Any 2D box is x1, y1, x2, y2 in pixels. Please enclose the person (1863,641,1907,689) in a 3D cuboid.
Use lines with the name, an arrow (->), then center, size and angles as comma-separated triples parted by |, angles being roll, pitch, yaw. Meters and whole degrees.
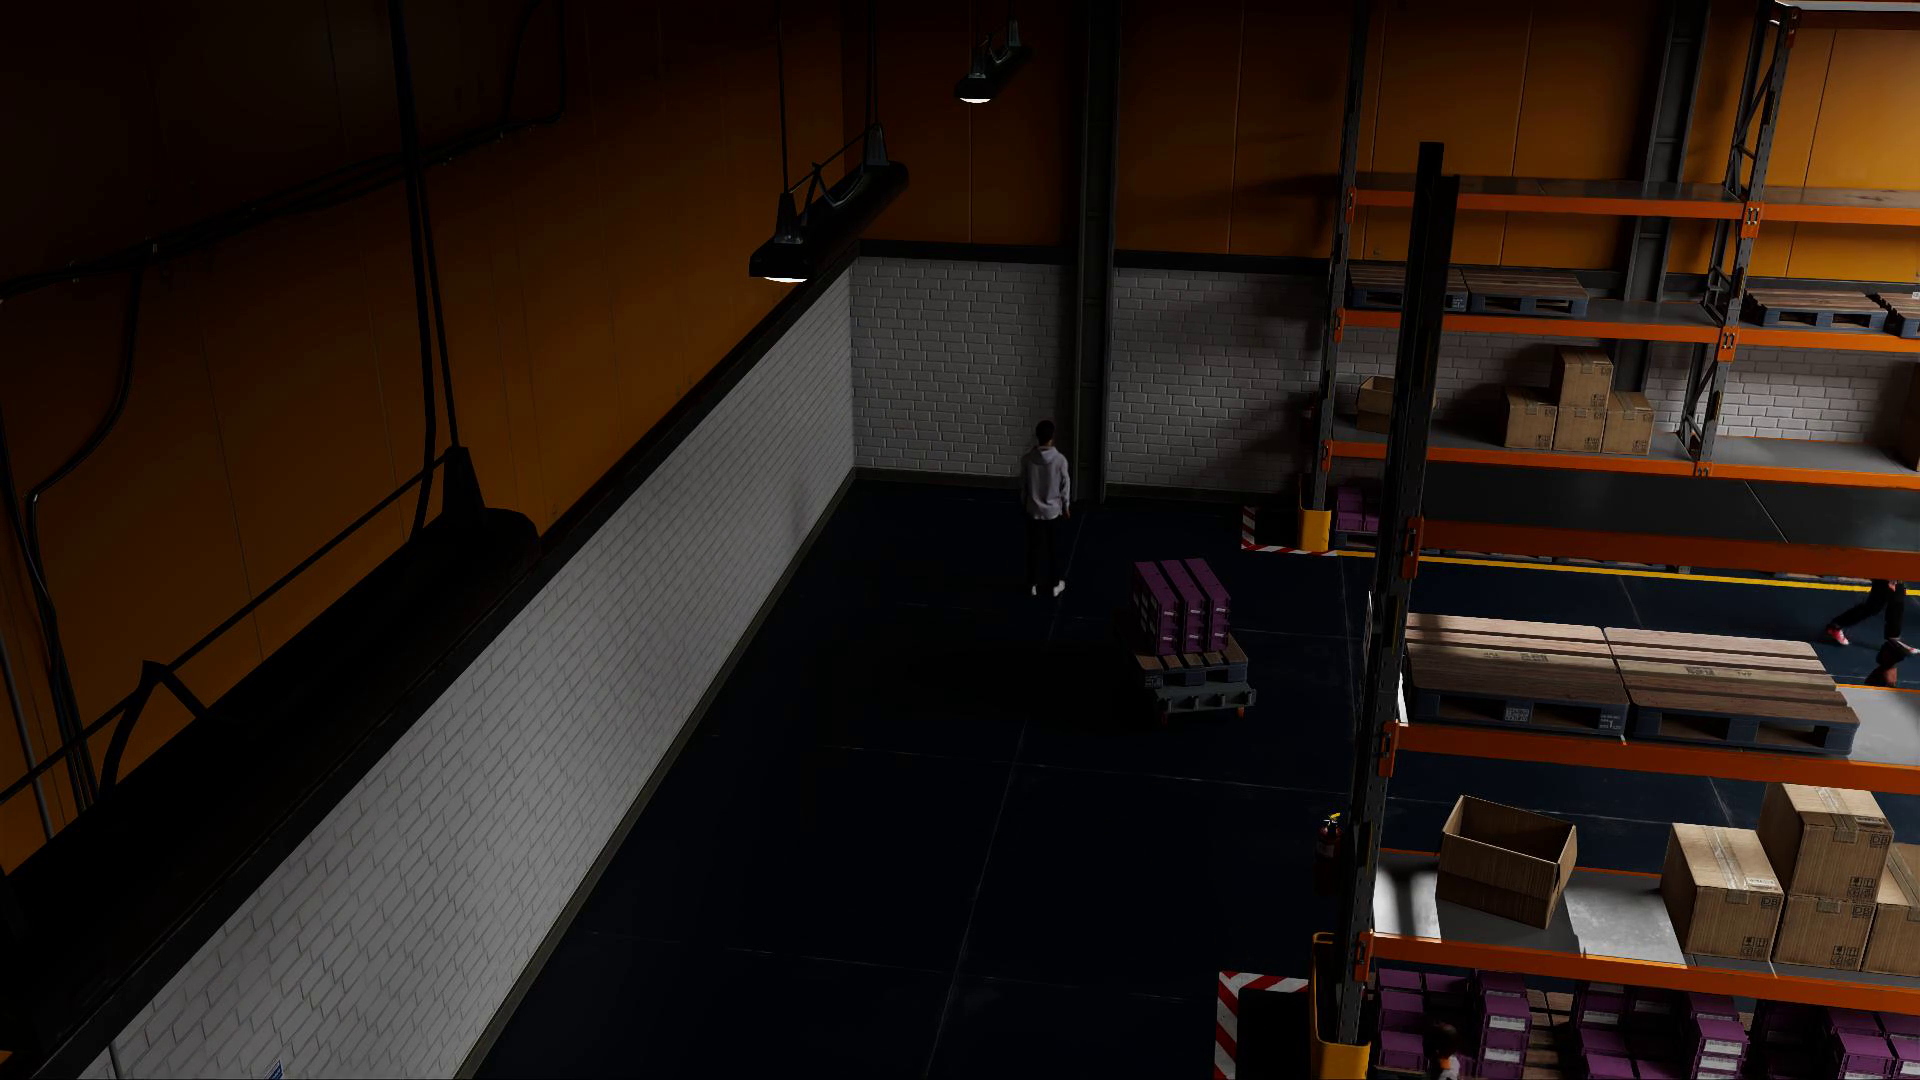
person -> 7.955, 1.465, 14.310 | 0.915, 1.236, 0.666 | 11, 26, 24

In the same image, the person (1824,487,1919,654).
person -> 9.064, 0.291, 16.354 | 1.212, 1.750, 0.974 | 12, 26, 26

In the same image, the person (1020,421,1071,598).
person -> 0.886, -0.332, 17.558 | 0.491, 1.927, 0.735 | 4, 24, 8
